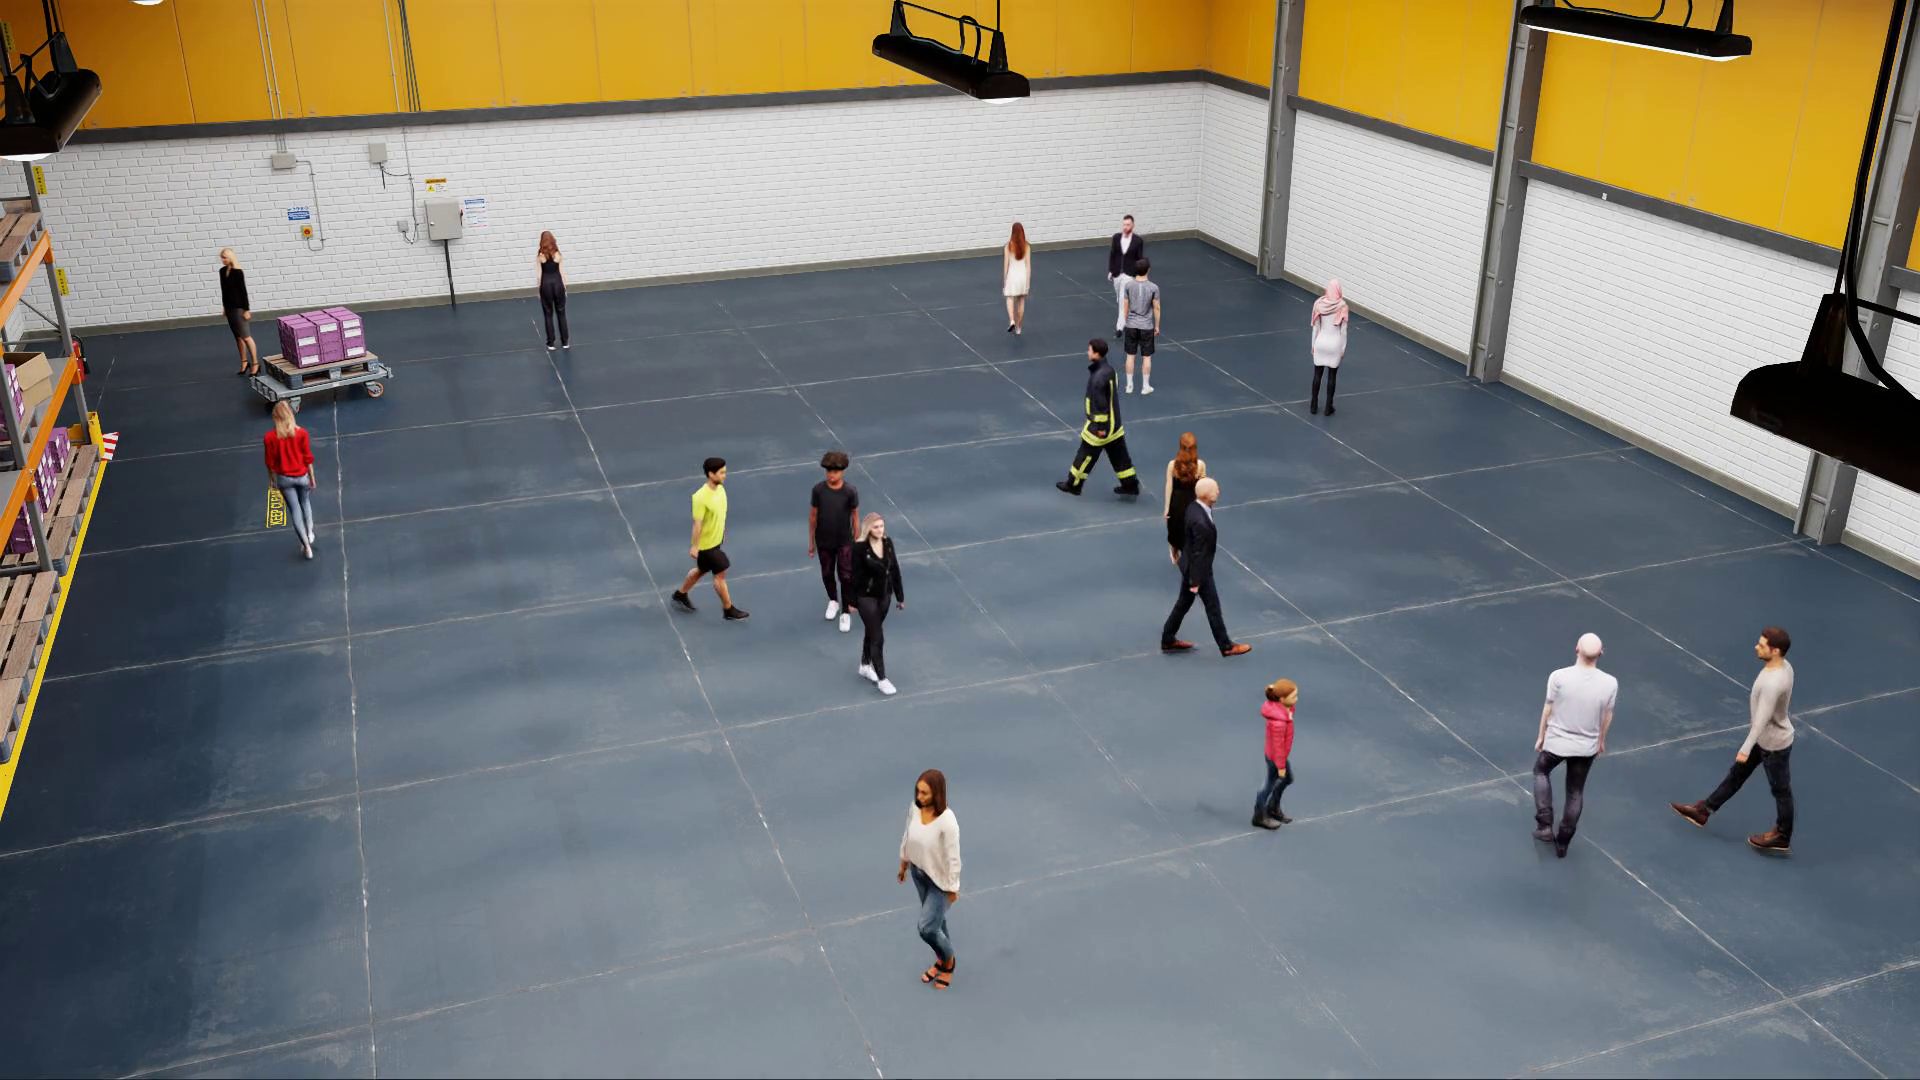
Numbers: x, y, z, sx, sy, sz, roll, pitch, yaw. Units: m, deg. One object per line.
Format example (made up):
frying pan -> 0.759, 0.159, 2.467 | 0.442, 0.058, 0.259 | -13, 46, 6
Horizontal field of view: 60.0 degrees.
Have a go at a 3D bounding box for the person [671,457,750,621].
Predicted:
person -> -2.531, -0.006, 16.172 | 1.086, 1.662, 1.122 | 7, 24, 15

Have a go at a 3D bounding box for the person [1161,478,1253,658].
person -> 2.125, 0.278, 15.399 | 1.013, 1.760, 1.116 | 0, 24, 0

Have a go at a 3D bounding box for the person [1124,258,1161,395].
person -> 2.434, -2.896, 22.523 | 0.738, 1.871, 0.771 | 8, 25, 17

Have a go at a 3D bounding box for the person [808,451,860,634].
person -> -1.205, -0.054, 16.160 | 0.841, 1.760, 0.958 | 4, 24, 9

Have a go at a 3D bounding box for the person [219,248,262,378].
person -> -10.068, -3.177, 23.206 | 0.682, 1.839, 0.751 | 12, 26, 26

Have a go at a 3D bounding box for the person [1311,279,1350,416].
person -> 4.818, -2.525, 21.758 | 0.723, 1.803, 0.777 | 10, 25, 21

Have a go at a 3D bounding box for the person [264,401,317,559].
person -> -7.011, -0.603, 17.512 | 0.730, 1.682, 0.889 | -15, 28, -31

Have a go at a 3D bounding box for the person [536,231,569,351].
person -> -6.008, -3.683, 24.482 | 0.567, 1.744, 0.511 | -9, 25, -21

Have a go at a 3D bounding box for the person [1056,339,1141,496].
person -> 1.723, -1.338, 18.953 | 1.309, 1.874, 1.297 | 8, 25, 18

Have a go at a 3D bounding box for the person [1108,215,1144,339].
person -> 2.514, -4.018, 25.159 | 1.160, 1.815, 1.198 | 12, 26, 25

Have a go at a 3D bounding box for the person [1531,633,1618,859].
person -> 4.550, 1.569, 12.375 | 0.796, 1.817, 0.819 | 4, 24, 9

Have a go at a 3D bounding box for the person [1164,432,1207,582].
person -> 2.298, -0.272, 16.890 | 0.864, 1.574, 1.158 | 1, 24, 2

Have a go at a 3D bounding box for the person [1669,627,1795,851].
person -> 6.163, 1.528, 12.466 | 1.168, 1.820, 1.161 | 9, 25, 20

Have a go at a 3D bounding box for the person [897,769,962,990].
person -> -0.103, 2.215, 11.077 | 0.748, 1.673, 0.606 | -15, 28, -31

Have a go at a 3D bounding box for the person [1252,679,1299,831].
person -> 2.378, 1.647, 12.832 | 0.678, 1.308, 0.612 | 9, 25, 20

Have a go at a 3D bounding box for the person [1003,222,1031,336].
person -> 0.874, -3.905, 25.042 | 0.700, 1.702, 0.805 | 0, 24, 0

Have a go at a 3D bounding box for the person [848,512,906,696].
person -> -0.829, 0.510, 14.983 | 0.798, 1.668, 0.946 | -18, 29, -35
